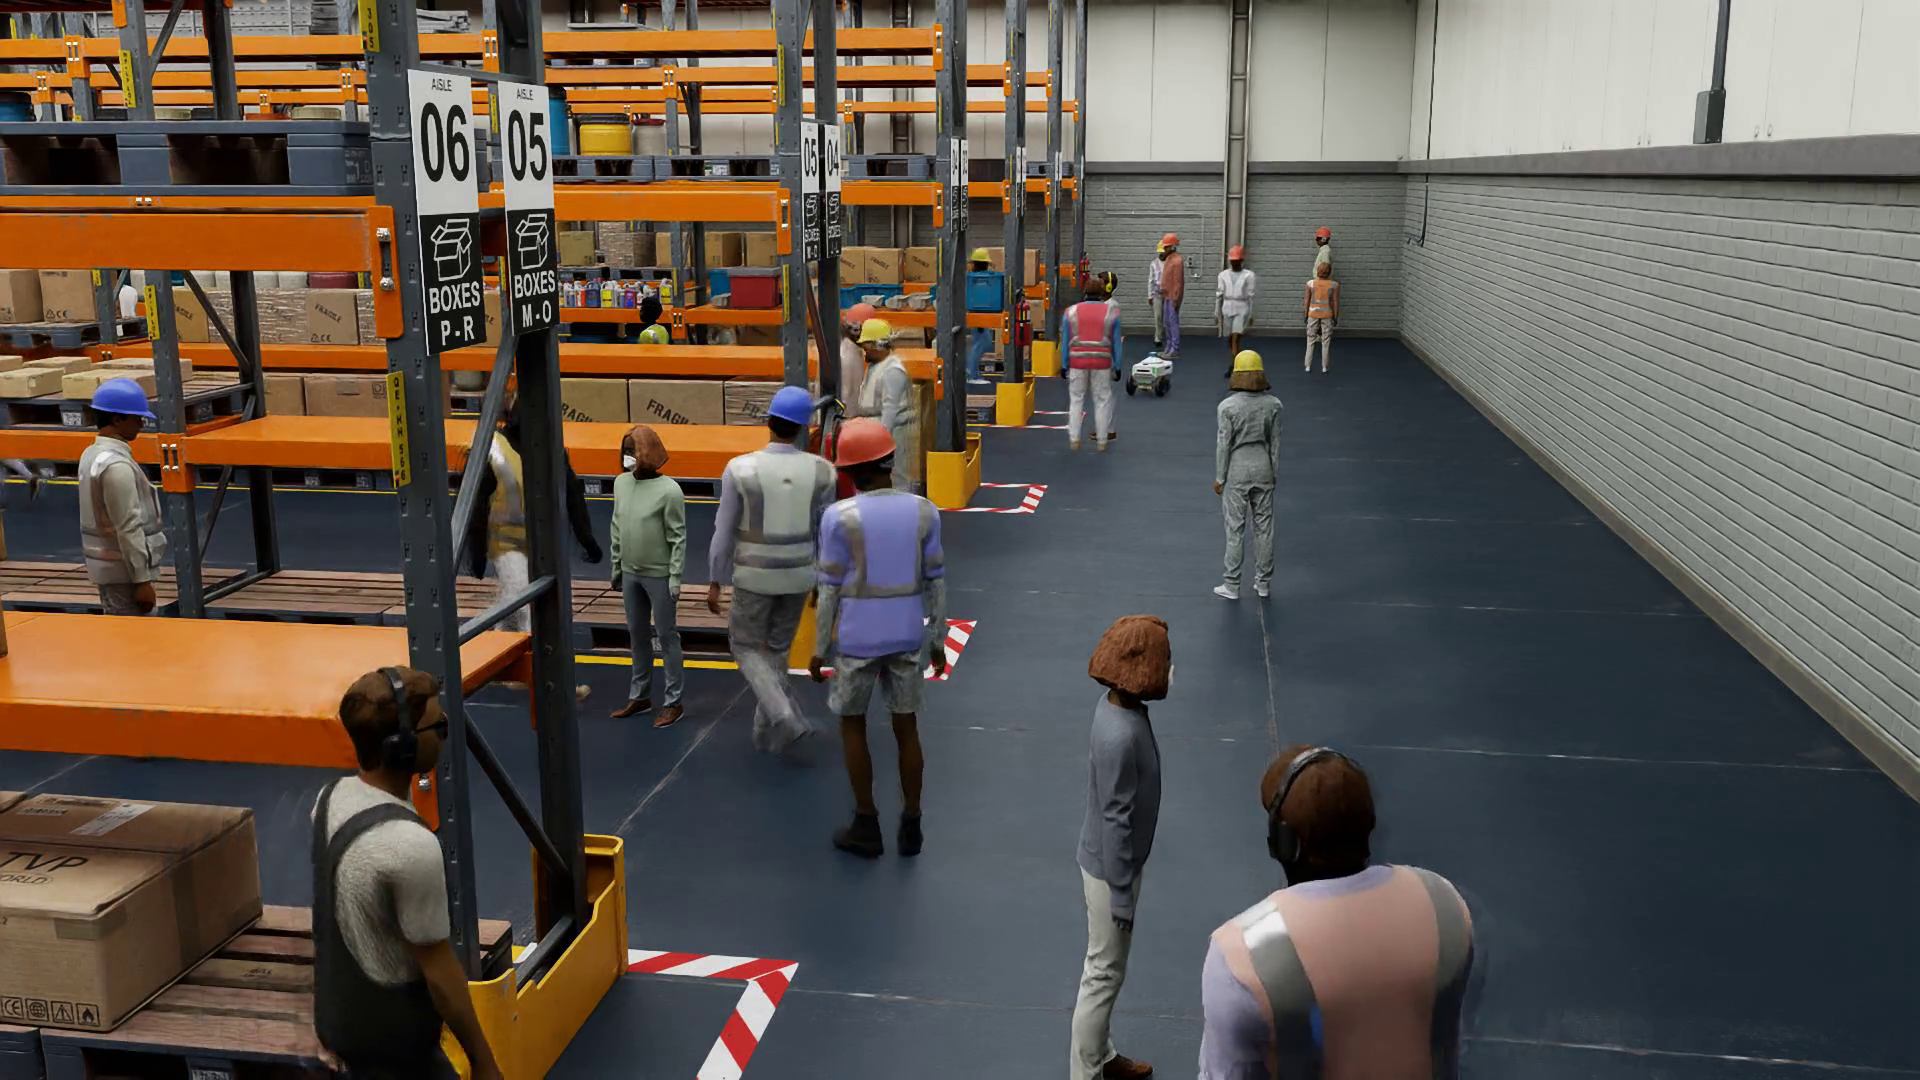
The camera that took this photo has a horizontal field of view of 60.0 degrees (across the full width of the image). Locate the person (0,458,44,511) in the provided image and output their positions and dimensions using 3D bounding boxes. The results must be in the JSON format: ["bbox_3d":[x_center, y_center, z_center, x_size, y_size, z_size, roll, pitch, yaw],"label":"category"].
[{"bbox_3d":[-8.427,-1.047,14.540,0.491,1.617,0.525,0,12,0],"label":"person"}]

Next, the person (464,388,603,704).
[{"bbox_3d":[-2.370,0.039,9.269,0.983,1.779,0.646,8,15,32],"label":"person"}]

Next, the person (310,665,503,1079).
[{"bbox_3d":[-1.271,1.175,4.096,0.920,1.800,0.523,-10,16,-38],"label":"person"}]

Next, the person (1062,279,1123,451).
[{"bbox_3d":[1.406,-1.853,17.728,0.639,1.837,0.431,1,13,6],"label":"person"}]

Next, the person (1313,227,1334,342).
[{"bbox_3d":[6.368,-4.491,29.249,0.382,1.994,0.613,2,13,8],"label":"person"}]

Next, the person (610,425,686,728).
[{"bbox_3d":[-1.680,0.192,8.929,0.498,1.634,0.280,8,15,32],"label":"person"}]

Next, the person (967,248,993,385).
[{"bbox_3d":[0.273,-3.111,23.212,0.420,1.908,0.605,0,12,2],"label":"person"}]

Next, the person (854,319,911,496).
[{"bbox_3d":[-0.717,-0.840,13.185,0.738,1.803,0.612,-6,14,-26],"label":"person"}]

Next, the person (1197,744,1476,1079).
[{"bbox_3d":[0.772,1.322,3.399,0.629,1.821,0.672,-5,13,-20],"label":"person"}]

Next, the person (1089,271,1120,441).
[{"bbox_3d":[1.607,-2.034,18.435,0.327,1.877,0.516,2,13,8],"label":"person"}]

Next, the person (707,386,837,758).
[{"bbox_3d":[-0.926,0.188,8.351,0.661,1.905,0.621,-6,14,-26],"label":"person"}]

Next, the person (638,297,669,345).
[{"bbox_3d":[-3.138,-1.636,17.033,0.318,1.700,0.536,2,13,8],"label":"person"}]

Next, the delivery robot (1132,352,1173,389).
[{"bbox_3d":[2.591,-2.278,22.323,0.477,0.478,0.707,7,14,28],"label":"delivery robot"}]

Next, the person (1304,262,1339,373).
[{"bbox_3d":[5.361,-3.299,24.700,0.519,1.633,0.312,4,13,18],"label":"person"}]

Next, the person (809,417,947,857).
[{"bbox_3d":[-0.360,0.422,7.236,0.607,1.925,0.422,-6,14,-25],"label":"person"}]

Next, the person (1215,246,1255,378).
[{"bbox_3d":[4.027,-3.343,24.287,0.552,1.908,0.867,6,14,25],"label":"person"}]

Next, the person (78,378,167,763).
[{"bbox_3d":[-4.200,0.154,8.407,0.396,1.940,0.601,-10,16,-38],"label":"person"}]

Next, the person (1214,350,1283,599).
[{"bbox_3d":[1.999,-0.454,11.607,0.486,1.742,0.302,-3,13,-15],"label":"person"}]

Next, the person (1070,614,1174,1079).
[{"bbox_3d":[0.504,1.023,5.205,0.288,1.629,0.500,2,13,9],"label":"person"}]

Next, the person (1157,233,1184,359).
[{"bbox_3d":[3.367,-3.890,26.564,0.415,1.984,0.621,-2,13,-10],"label":"person"}]
